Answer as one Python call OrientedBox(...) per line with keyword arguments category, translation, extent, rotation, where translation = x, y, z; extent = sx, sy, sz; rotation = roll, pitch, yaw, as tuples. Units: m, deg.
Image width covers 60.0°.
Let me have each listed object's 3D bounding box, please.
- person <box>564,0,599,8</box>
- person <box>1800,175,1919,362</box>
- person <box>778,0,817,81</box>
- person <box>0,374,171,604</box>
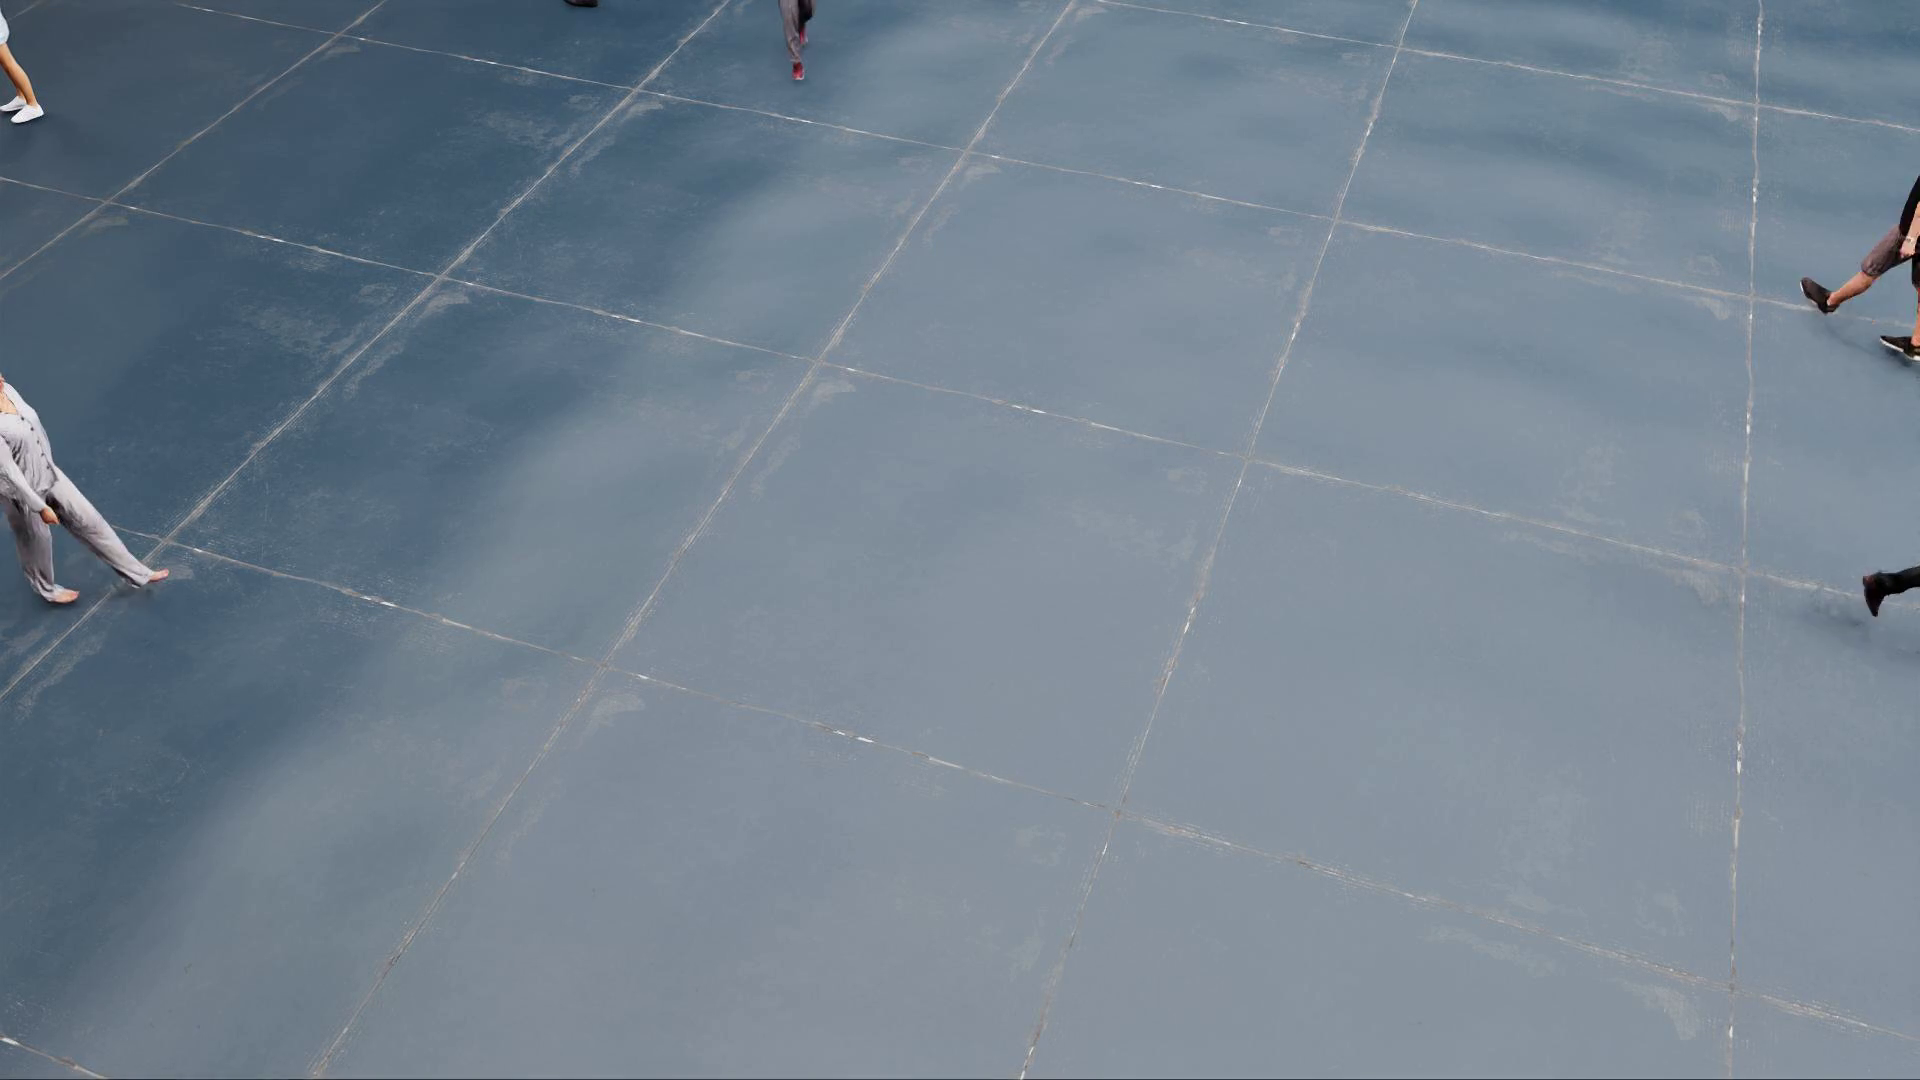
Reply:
OrientedBox(category="person", translation=(-3.401, -5.719, 14.787), extent=(0.668, 1.923, 0.768), rotation=(20, 47, 20))
OrientedBox(category="person", translation=(6.375, -1.993, 10.877), extent=(1.151, 1.815, 1.292), rotation=(-24, 48, -23))
OrientedBox(category="person", translation=(-1.385, -4.807, 13.968), extent=(1.079, 1.709, 0.999), rotation=(-6, 43, -6))
OrientedBox(category="person", translation=(-5.183, -0.294, 9.112), extent=(1.083, 1.739, 0.829), rotation=(0, 43, 0))
